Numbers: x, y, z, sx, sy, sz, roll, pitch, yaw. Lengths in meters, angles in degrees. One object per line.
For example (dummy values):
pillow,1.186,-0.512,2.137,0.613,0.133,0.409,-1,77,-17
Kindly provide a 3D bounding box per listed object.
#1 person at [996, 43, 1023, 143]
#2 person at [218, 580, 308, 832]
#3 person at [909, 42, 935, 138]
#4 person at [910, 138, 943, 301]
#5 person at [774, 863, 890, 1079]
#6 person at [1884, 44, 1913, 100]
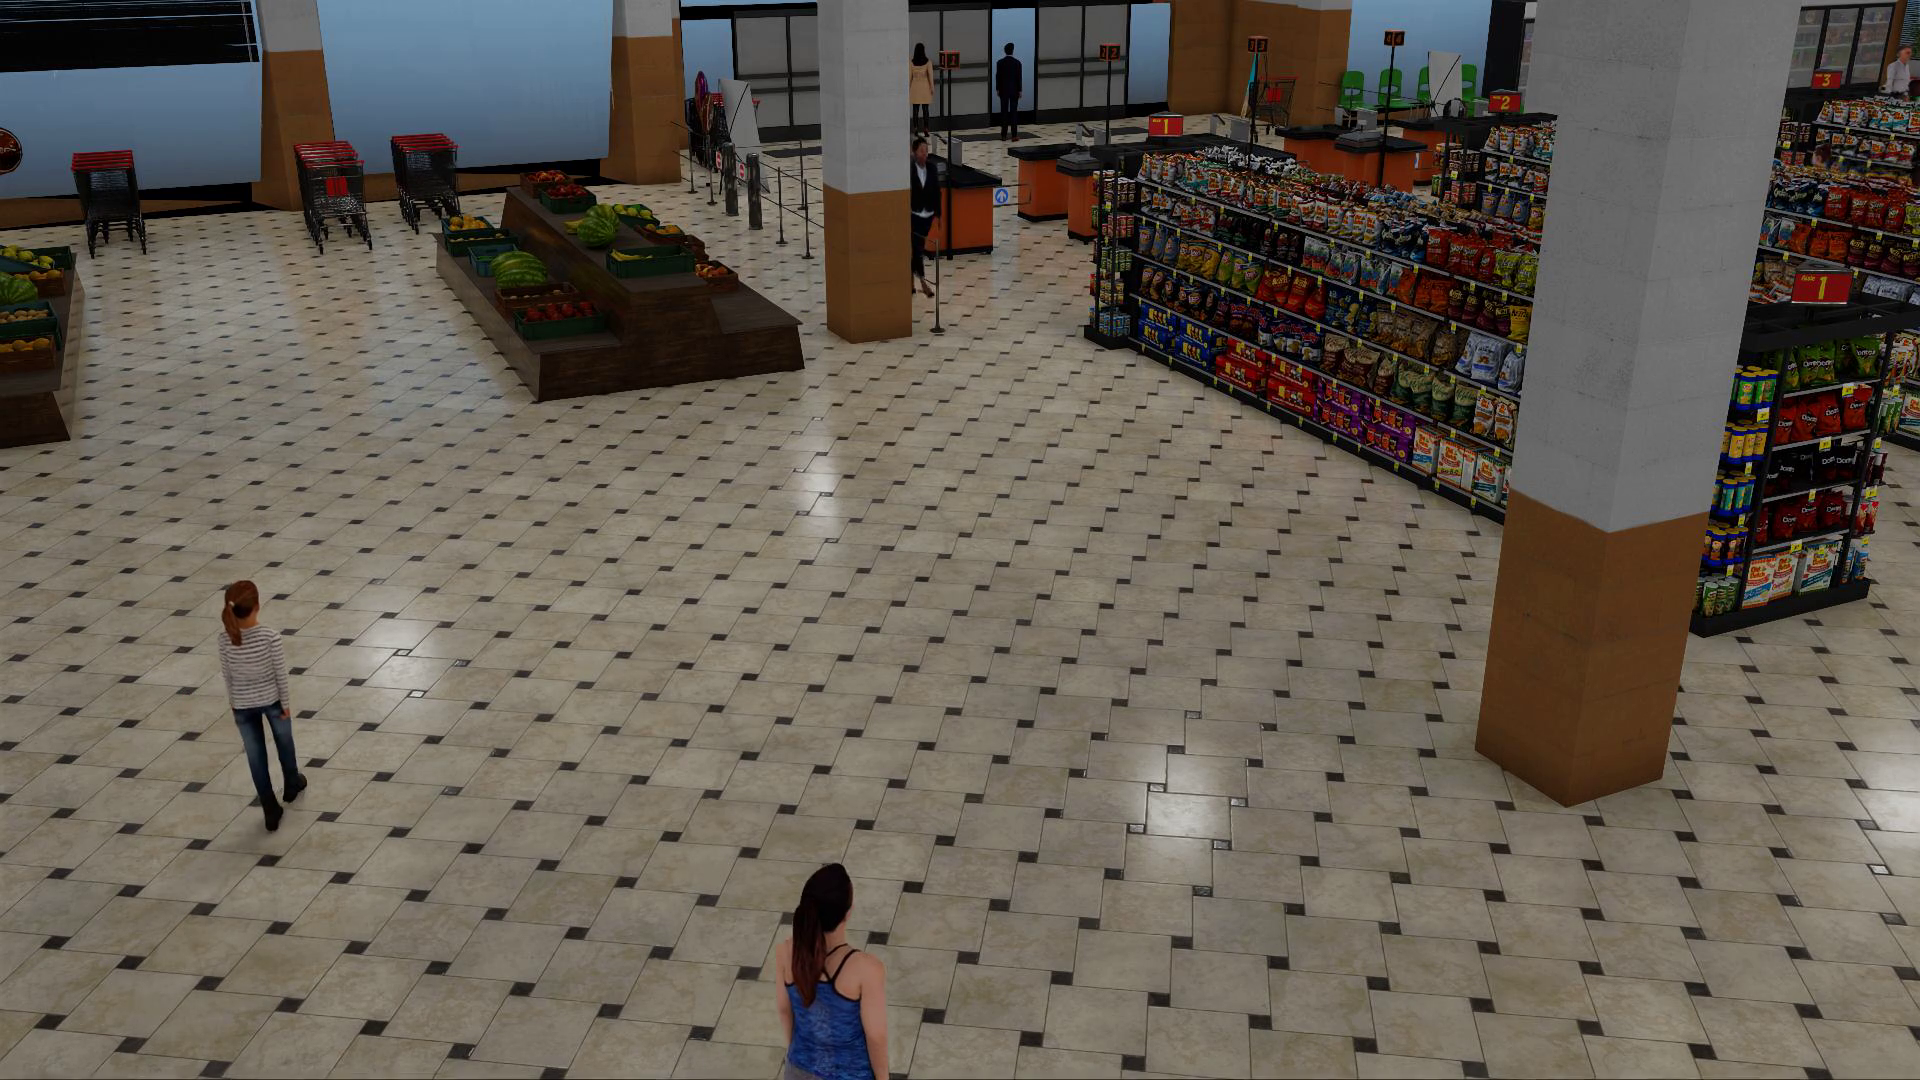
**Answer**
person,0.884,-8.104,30.091,0.704,1.725,0.737,5,22,12
person,-3.542,0.857,8.359,0.546,1.302,0.728,-5,23,-13
person,-0.729,-8.270,30.563,0.727,1.681,0.718,2,22,6
person,-0.489,-3.622,18.849,0.601,1.791,1.119,-9,24,-21
person,-0.444,1.833,5.527,0.736,1.602,0.796,7,23,17
person,16.318,-7.738,29.061,0.655,1.816,0.565,-11,25,-26
